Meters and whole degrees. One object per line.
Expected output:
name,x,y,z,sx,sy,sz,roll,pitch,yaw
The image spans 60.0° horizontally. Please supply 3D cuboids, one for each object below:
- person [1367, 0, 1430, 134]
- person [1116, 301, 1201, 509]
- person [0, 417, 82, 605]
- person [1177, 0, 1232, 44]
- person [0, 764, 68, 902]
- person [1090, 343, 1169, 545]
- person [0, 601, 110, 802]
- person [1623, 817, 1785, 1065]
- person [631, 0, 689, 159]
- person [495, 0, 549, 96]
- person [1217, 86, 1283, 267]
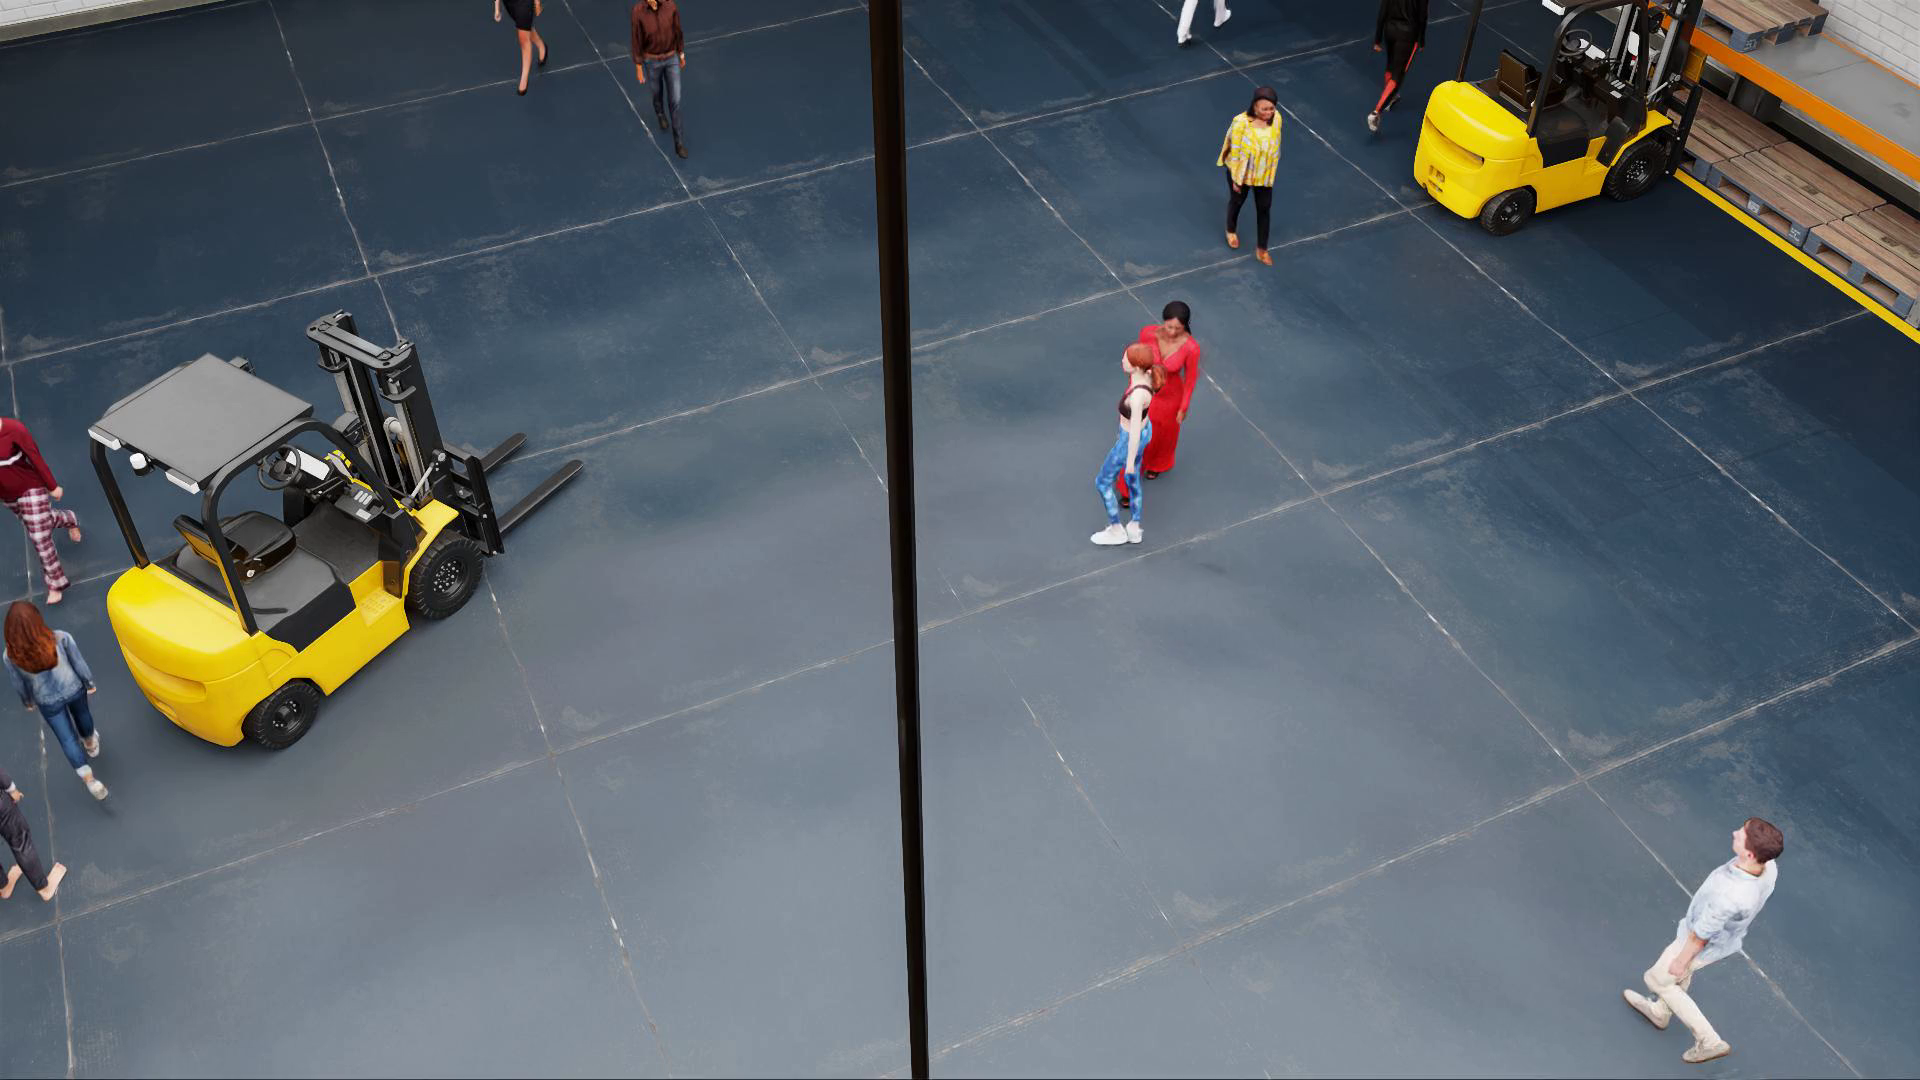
person,4.230,-4.827,16.079,1.187,1.781,1.032,28,50,27
person,1.514,-1.102,12.198,1.039,1.751,1.098,16,46,16
person,-6.483,-0.406,11.520,0.864,1.669,1.127,-4,44,-4
person,2.534,-6.066,17.329,1.177,1.850,1.108,25,49,24
person,-5.640,1.456,9.494,0.670,1.767,0.637,-2,44,-2
person,1.284,-0.640,11.695,0.795,1.776,0.735,18,46,18
person,-5.514,0.989,10.214,0.668,1.450,0.990,-25,49,-24
person,3.985,2.145,8.723,0.808,1.832,0.949,-33,53,-30
person,-2.882,-4.598,15.874,0.733,1.733,1.172,-14,45,-14
person,-4.418,-5.421,16.813,1.012,1.628,1.099,12,45,12
person,2.507,-3.248,14.533,0.770,1.628,0.930,-11,45,-11
